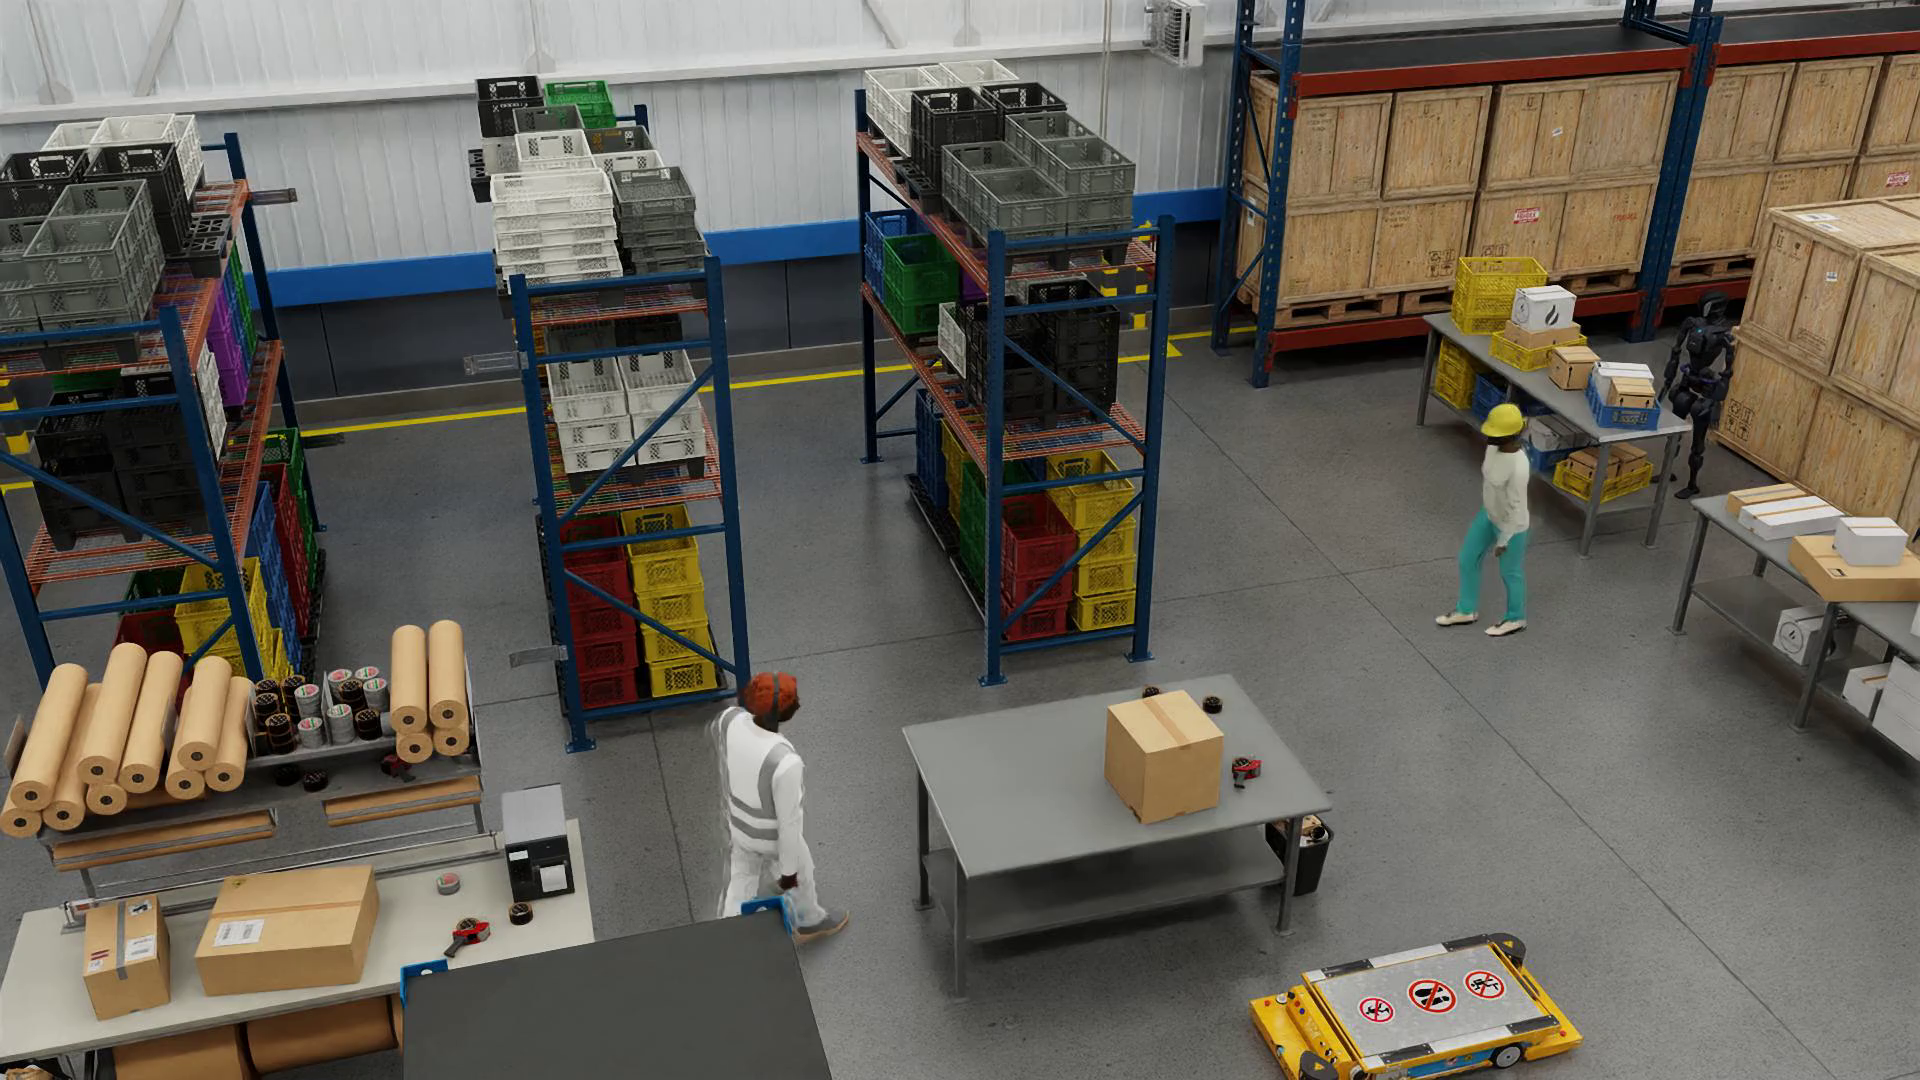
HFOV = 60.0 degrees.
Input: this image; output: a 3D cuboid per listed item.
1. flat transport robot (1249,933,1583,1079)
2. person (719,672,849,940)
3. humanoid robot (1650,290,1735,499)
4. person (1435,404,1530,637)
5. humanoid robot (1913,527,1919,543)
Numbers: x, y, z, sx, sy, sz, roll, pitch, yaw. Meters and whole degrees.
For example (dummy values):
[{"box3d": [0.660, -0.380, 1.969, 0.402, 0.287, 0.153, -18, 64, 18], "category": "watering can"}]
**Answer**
[{"box3d": [2.184, 2.282, 7.980, 1.431, 0.197, 0.652, -8, 30, -14], "category": "flat transport robot"}, {"box3d": [-0.917, 1.380, 8.022, 0.586, 1.835, 0.931, 20, 35, 32], "category": "person"}, {"box3d": [5.632, -1.123, 12.730, 0.324, 1.655, 0.598, -12, 31, -21], "category": "humanoid robot"}, {"box3d": [3.509, -0.115, 10.844, 0.663, 1.733, 0.535, -7, 29, -12], "category": "person"}, {"box3d": [6.488, -0.042, 10.760, 0.327, 1.659, 0.590, -11, 31, -20], "category": "humanoid robot"}]
